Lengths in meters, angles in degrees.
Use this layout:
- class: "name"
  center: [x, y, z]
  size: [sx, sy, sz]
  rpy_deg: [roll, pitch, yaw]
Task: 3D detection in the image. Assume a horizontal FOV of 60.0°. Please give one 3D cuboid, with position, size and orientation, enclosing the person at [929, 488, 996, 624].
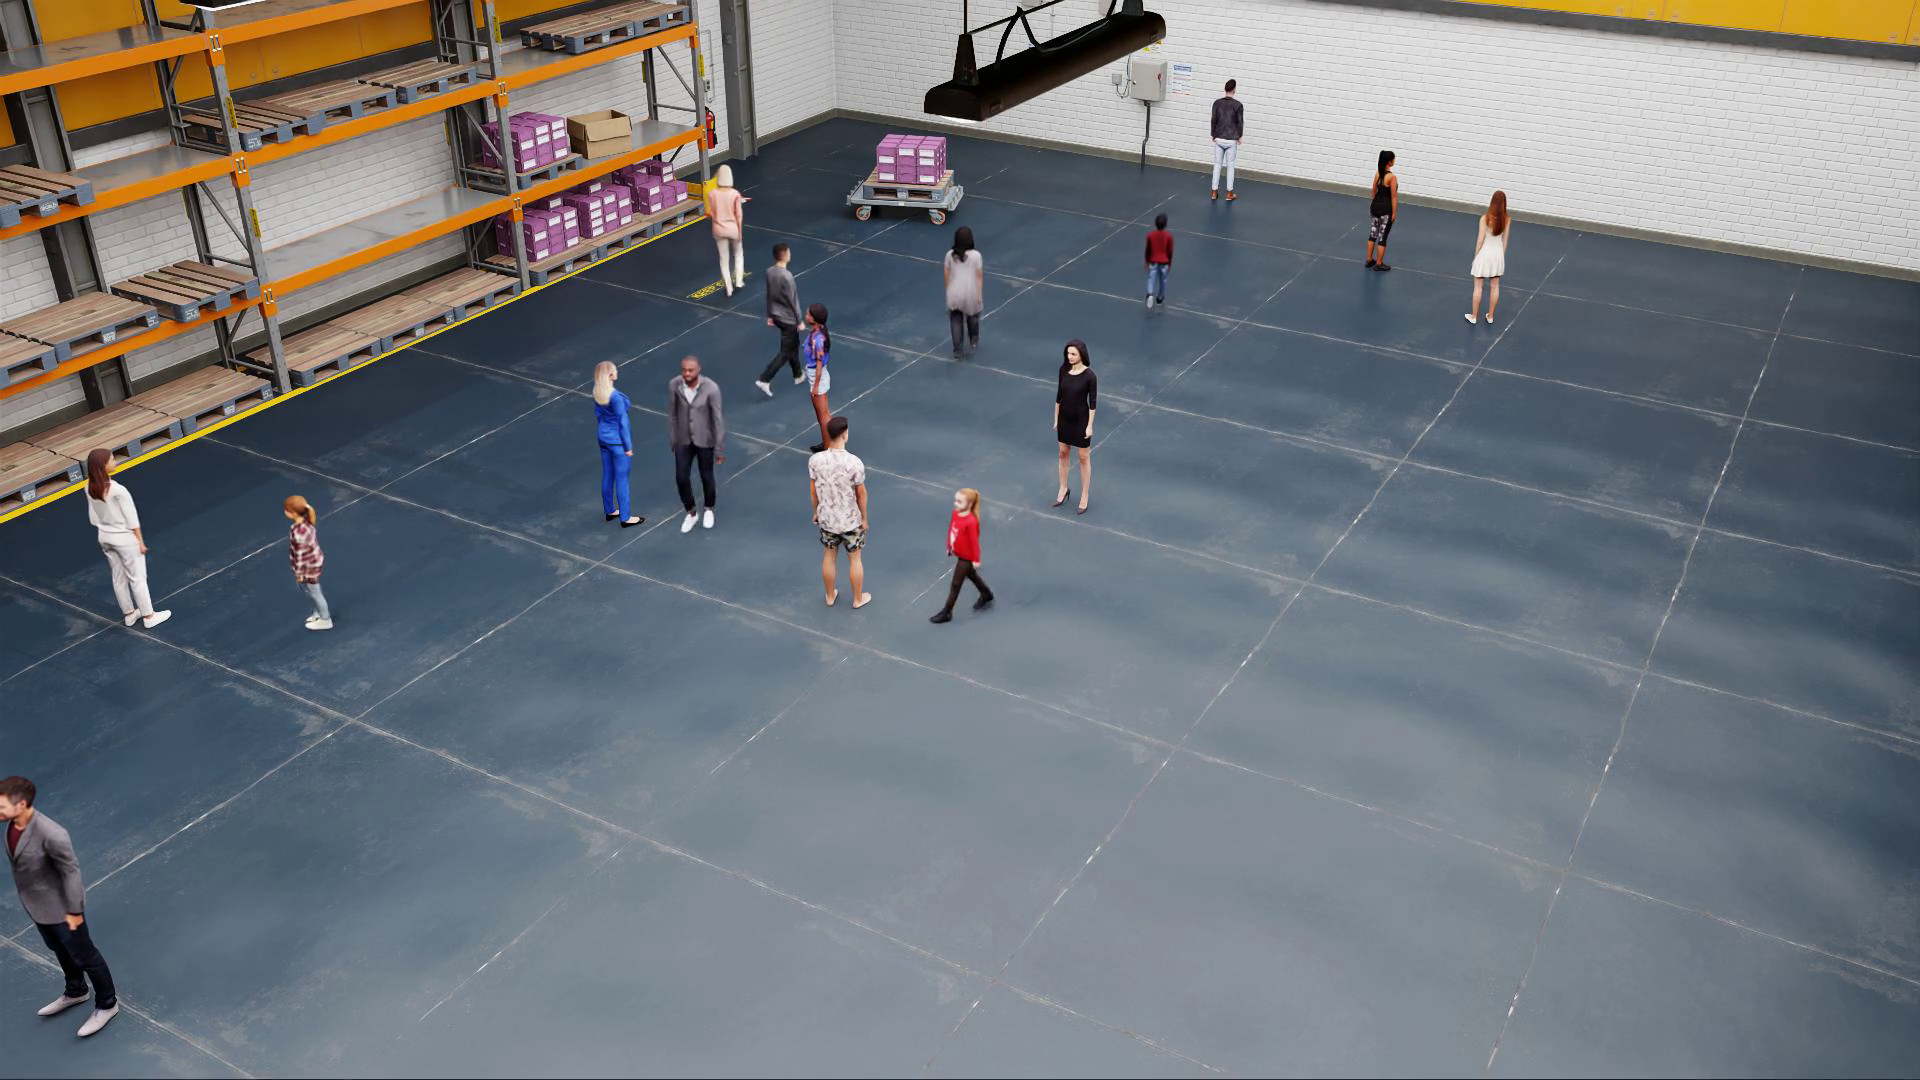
- class: "person"
  center: [0.091, 0.113, 14.671]
  size: [0.987, 1.254, 0.791]
  rpy_deg: [-16, 32, -27]

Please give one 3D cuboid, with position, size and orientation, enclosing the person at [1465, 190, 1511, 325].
- class: "person"
  center: [6.672, -3.563, 20.932]
  size: [0.640, 1.711, 0.674]
  rpy_deg: [-1, 29, -2]

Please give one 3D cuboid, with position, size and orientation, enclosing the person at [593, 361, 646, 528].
- class: "person"
  center: [-3.361, -0.942, 16.139]
  size: [0.633, 1.700, 0.672]
  rpy_deg: [-25, 37, -38]

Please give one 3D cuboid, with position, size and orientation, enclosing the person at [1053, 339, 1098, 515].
- class: "person"
  center: [1.135, -1.130, 16.374]
  size: [0.605, 1.806, 0.513]
  rpy_deg: [19, 34, 31]

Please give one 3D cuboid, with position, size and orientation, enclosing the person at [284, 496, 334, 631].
- class: "person"
  center: [-5.604, 0.198, 14.467]
  size: [0.697, 1.301, 0.624]
  rpy_deg: [-4, 29, -7]

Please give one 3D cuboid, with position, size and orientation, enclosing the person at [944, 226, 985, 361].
- class: "person"
  center: [0.030, -2.920, 19.892]
  size: [0.831, 1.579, 1.030]
  rpy_deg: [5, 29, 9]

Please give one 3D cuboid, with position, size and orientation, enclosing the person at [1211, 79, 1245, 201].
- class: "person"
  center: [4.088, -6.148, 25.541]
  size: [0.674, 1.836, 0.559]
  rpy_deg: [12, 31, 21]

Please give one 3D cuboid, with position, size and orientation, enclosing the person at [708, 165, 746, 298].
- class: "person"
  center: [-3.069, -4.020, 21.773]
  size: [0.757, 1.709, 0.825]
  rpy_deg: [-1, 29, -2]

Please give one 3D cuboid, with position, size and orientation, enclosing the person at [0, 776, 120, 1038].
- class: "person"
  center: [-5.559, 2.202, 10.194]
  size: [0.674, 1.874, 0.591]
  rpy_deg: [17, 33, 28]

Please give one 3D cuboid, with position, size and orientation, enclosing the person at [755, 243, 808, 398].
- class: "person"
  center: [-2.046, -2.480, 18.926]
  size: [1.176, 1.732, 0.883]
  rpy_deg: [-21, 35, -33]

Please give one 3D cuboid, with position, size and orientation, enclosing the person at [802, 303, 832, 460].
- class: "person"
  center: [-1.472, -1.658, 17.406]
  size: [0.731, 1.743, 0.628]
  rpy_deg: [-1, 29, -3]

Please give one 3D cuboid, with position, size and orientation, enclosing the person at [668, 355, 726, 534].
- class: "person"
  center: [-2.530, -0.986, 16.110]
  size: [0.854, 1.806, 0.849]
  rpy_deg: [3, 29, 6]

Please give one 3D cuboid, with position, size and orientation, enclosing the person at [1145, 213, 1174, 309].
- class: "person"
  center: [2.564, -3.585, 21.461]
  size: [0.628, 1.244, 0.784]
  rpy_deg: [6, 29, 11]

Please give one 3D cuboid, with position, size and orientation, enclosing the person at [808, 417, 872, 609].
- class: "person"
  center: [-1.059, -0.231, 14.716]
  size: [0.726, 1.815, 0.667]
  rpy_deg: [7, 29, 12]

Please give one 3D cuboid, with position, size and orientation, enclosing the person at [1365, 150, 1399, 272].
- class: "person"
  center: [5.777, -4.522, 22.743]
  size: [0.665, 1.662, 0.660]
  rpy_deg: [-15, 32, -26]

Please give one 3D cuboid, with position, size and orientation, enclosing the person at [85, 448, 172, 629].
- class: "person"
  center: [-7.295, -0.015, 14.452]
  size: [0.644, 1.688, 0.609]
  rpy_deg: [8, 30, 15]
